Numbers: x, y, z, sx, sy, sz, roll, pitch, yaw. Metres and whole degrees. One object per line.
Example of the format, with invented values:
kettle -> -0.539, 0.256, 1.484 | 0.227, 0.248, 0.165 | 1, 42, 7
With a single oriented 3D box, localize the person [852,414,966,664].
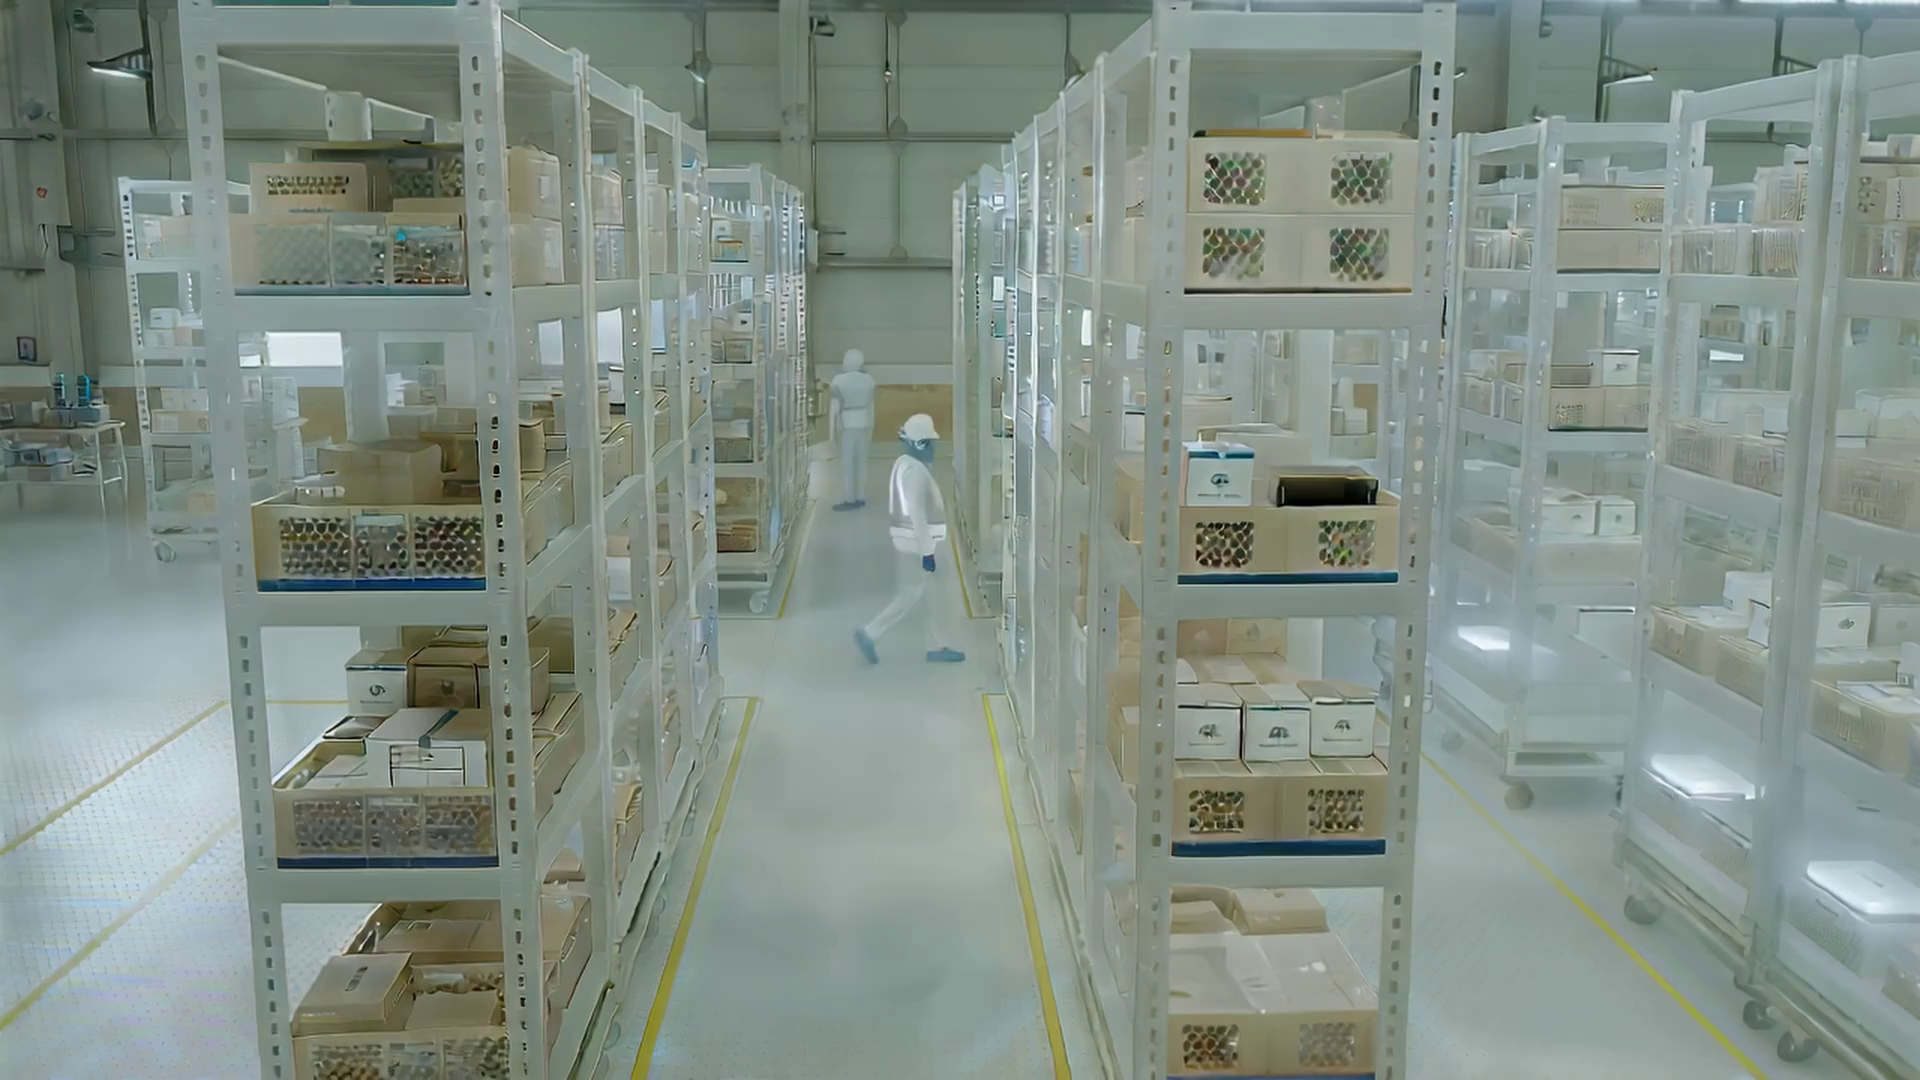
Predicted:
person -> -0.361, 0.009, 11.776 | 0.755, 1.811, 0.594 | -1, 10, -3

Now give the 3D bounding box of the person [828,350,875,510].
person -> -1.230, -1.257, 19.024 | 0.647, 1.814, 0.432 | -7, 12, -35
